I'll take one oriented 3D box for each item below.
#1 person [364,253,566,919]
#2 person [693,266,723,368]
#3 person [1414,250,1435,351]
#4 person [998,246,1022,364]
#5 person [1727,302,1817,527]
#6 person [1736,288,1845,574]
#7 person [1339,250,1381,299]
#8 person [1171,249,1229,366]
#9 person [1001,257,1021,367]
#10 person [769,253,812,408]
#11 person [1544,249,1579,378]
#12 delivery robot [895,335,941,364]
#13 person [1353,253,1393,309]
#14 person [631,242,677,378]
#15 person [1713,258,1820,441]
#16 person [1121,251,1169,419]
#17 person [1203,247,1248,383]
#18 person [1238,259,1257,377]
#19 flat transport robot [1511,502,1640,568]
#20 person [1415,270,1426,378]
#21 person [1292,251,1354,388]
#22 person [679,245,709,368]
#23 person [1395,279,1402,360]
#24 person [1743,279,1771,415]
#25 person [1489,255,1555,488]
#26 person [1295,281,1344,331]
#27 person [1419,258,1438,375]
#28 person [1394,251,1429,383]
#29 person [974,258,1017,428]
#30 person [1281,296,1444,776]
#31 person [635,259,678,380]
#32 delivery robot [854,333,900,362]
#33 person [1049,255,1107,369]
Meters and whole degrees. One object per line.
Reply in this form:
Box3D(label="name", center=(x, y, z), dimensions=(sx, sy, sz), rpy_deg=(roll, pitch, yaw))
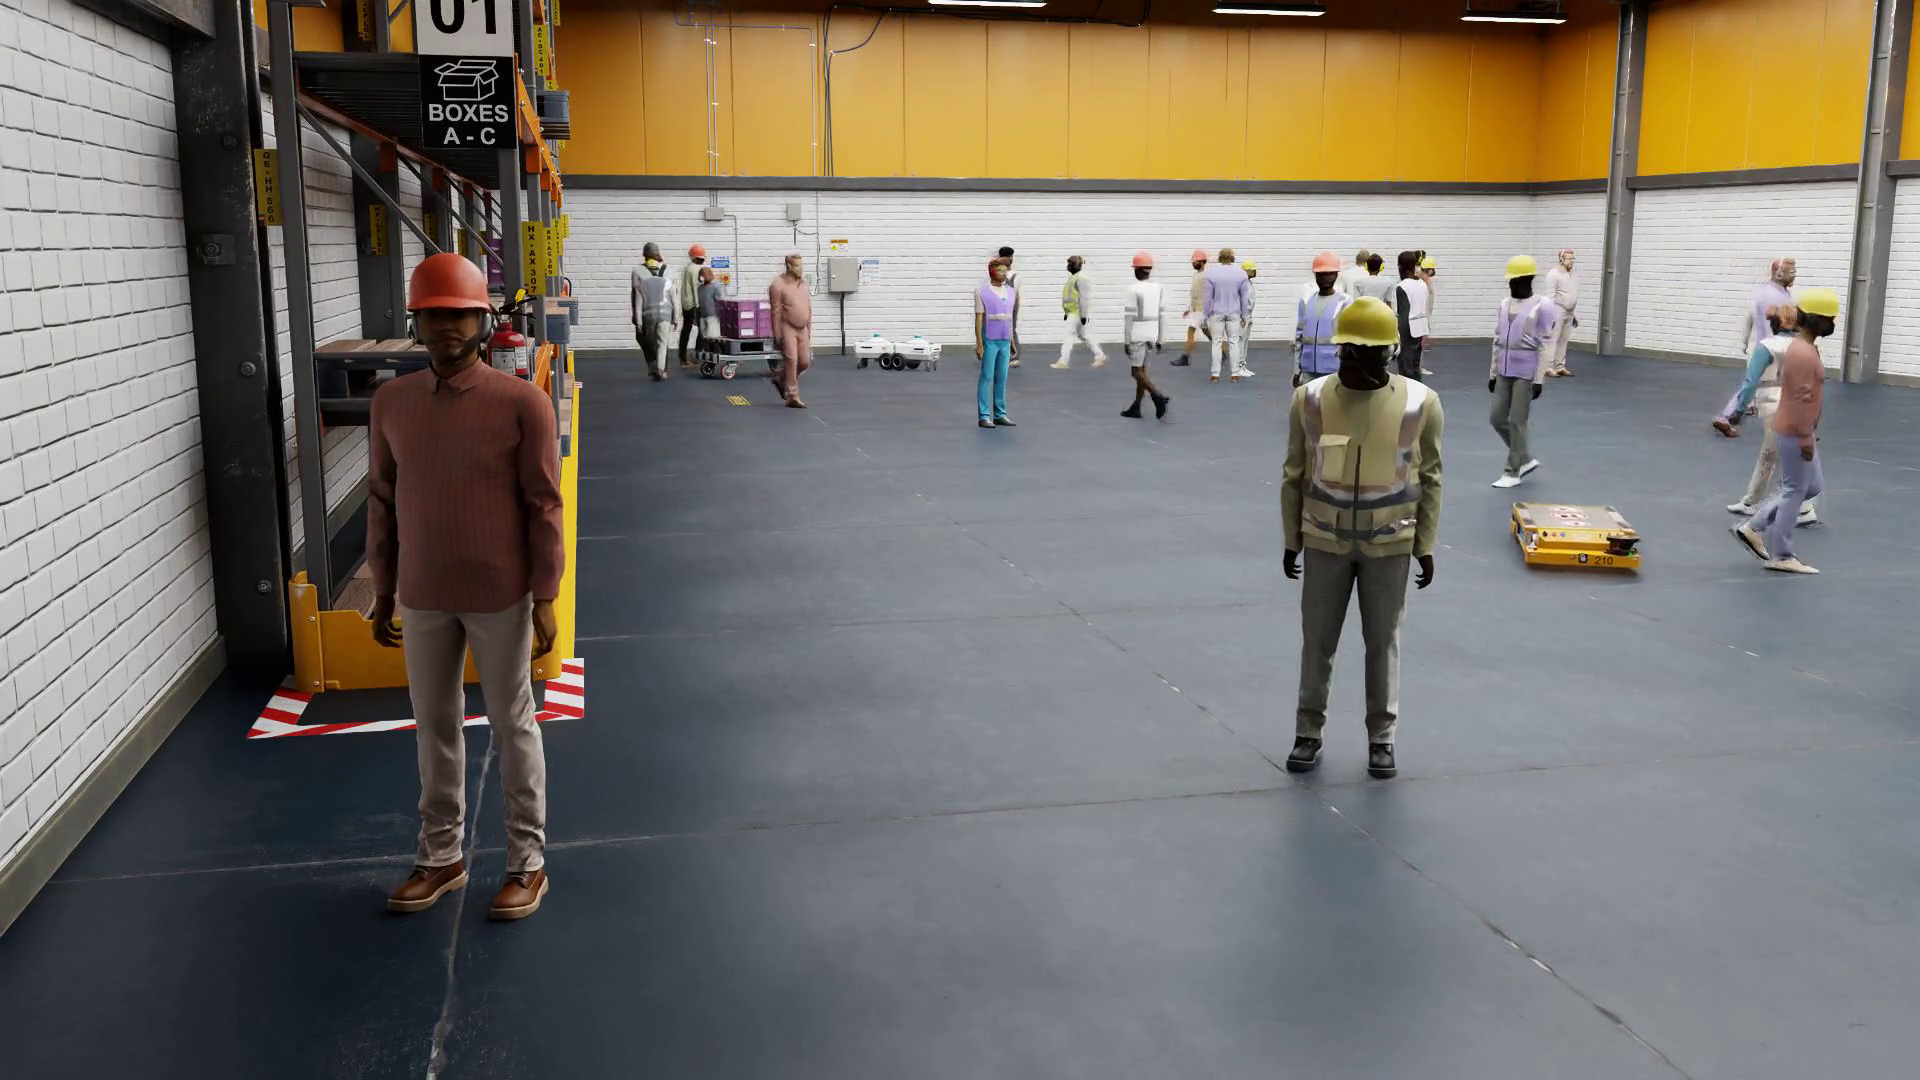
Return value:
Box3D(label="person", center=(-1.494, 0.148, 5.006), dimensions=(0.622, 1.996, 0.370), rpy_deg=(2, 10, 11))
Box3D(label="person", center=(-3.976, -3.480, 26.153), dimensions=(0.500, 1.625, 0.347), rpy_deg=(7, 12, 33))
Box3D(label="person", center=(8.417, -4.353, 30.352), dimensions=(0.740, 1.844, 0.565), rpy_deg=(-2, 10, -12))
Box3D(label="person", center=(0.655, -3.838, 27.228), dimensions=(0.678, 1.946, 0.613), rpy_deg=(2, 10, 9))
Box3D(label="person", center=(5.913, -0.904, 11.965), dimensions=(0.547, 1.601, 0.853), rpy_deg=(-5, 11, -26))
Box3D(label="person", center=(5.103, -0.657, 10.151), dimensions=(0.415, 1.749, 0.525), rpy_deg=(5, 11, 27))
Box3D(label="person", center=(6.028, -3.405, 25.043), dimensions=(0.658, 1.877, 1.032), rpy_deg=(7, 12, 34))
Box3D(label="person", center=(3.958, -3.769, 27.028), dimensions=(1.016, 1.896, 0.541), rpy_deg=(-2, 10, -10))
Box3D(label="person", center=(0.723, -3.671, 26.820), dimensions=(0.573, 1.772, 0.991), rpy_deg=(-3, 11, -18))
Box3D(label="person", center=(-2.086, -2.557, 20.315), dimensions=(0.617, 1.887, 0.653), rpy_deg=(8, 13, 39))
Box3D(label="person", center=(8.990, -3.377, 24.798), dimensions=(0.656, 1.907, 0.406), rpy_deg=(-8, 13, -38))
Box3D(label="delivery robot", center=(-0.655, -2.966, 25.997), dimensions=(0.707, 0.478, 0.477), rpy_deg=(6, 12, 31))
Box3D(label="person", center=(5.221, -2.696, 21.121), dimensions=(0.537, 1.869, 0.314), rpy_deg=(2, 10, 9))
Box3D(label="person", center=(-4.538, -3.399, 24.541), dimensions=(0.739, 2.000, 0.549), rpy_deg=(-7, 12, -33))
Box3D(label="person", center=(8.277, -1.949, 17.005), dimensions=(0.980, 1.865, 0.657), rpy_deg=(8, 13, 36))
Box3D(label="person", center=(2.117, -2.305, 18.842), dimensions=(0.548, 1.916, 0.796), rpy_deg=(-7, 12, -35))
Box3D(label="person", center=(3.801, -3.219, 23.829), dimensions=(0.635, 1.936, 0.354), rpy_deg=(1, 10, 3))
Box3D(label="person", center=(4.304, -3.330, 24.981), dimensions=(0.298, 1.745, 0.484), rpy_deg=(4, 11, 23))
Box3D(label="flat transport robot", center=(4.005, -0.052, 10.897), dimensions=(0.652, 0.197, 1.431), rpy_deg=(3, 11, 14))
Box3D(label="person", center=(6.228, -2.901, 22.914), dimensions=(0.341, 1.620, 0.520), rpy_deg=(0, 10, 2))
Box3D(label="person", center=(3.058, -1.456, 14.056), dimensions=(0.552, 1.939, 0.355), rpy_deg=(8, 13, 39))
Box3D(label="person", center=(-4.212, -3.706, 26.470), dimensions=(0.554, 1.956, 0.711), rpy_deg=(-5, 11, -25))
Box3D(label="person", center=(7.550, -3.874, 28.123), dimensions=(0.319, 1.697, 0.533), rpy_deg=(-1, 10, -4))
Box3D(label="person", center=(9.409, -2.255, 19.453), dimensions=(0.509, 1.588, 0.854), rpy_deg=(7, 12, 35))
Box3D(label="person", center=(4.623, -1.386, 13.740), dimensions=(0.493, 1.915, 0.598), rpy_deg=(-5, 11, -25))
Box3D(label="person", center=(4.000, -2.215, 18.454), dimensions=(0.591, 1.866, 0.464), rpy_deg=(-7, 12, -34))
Box3D(label="person", center=(7.081, -3.401, 25.312), dimensions=(0.313, 1.768, 0.528), rpy_deg=(1, 10, 7))
Box3D(label="person", center=(4.974, -2.231, 18.424), dimensions=(0.398, 1.913, 0.590), rpy_deg=(8, 13, 37))
Box3D(label="person", center=(0.382, -2.151, 18.173), dimensions=(0.580, 1.842, 0.375), rpy_deg=(-10, 14, -43))
Box3D(label="person", center=(1.515, -0.006, 6.326), dimensions=(0.594, 1.828, 0.403), rpy_deg=(3, 11, 18))
Box3D(label="person", center=(-4.437, -3.229, 24.348), dimensions=(0.606, 1.780, 0.915), rpy_deg=(-1, 10, -7))
Box3D(label="delivery robot", center=(-1.309, -3.030, 26.350), dimensions=(0.707, 0.478, 0.477), rpy_deg=(3, 11, 16))
Box3D(label="person", center=(1.916, -3.621, 26.433), dimensions=(0.911, 1.812, 0.614), rpy_deg=(-1, 10, -4))
